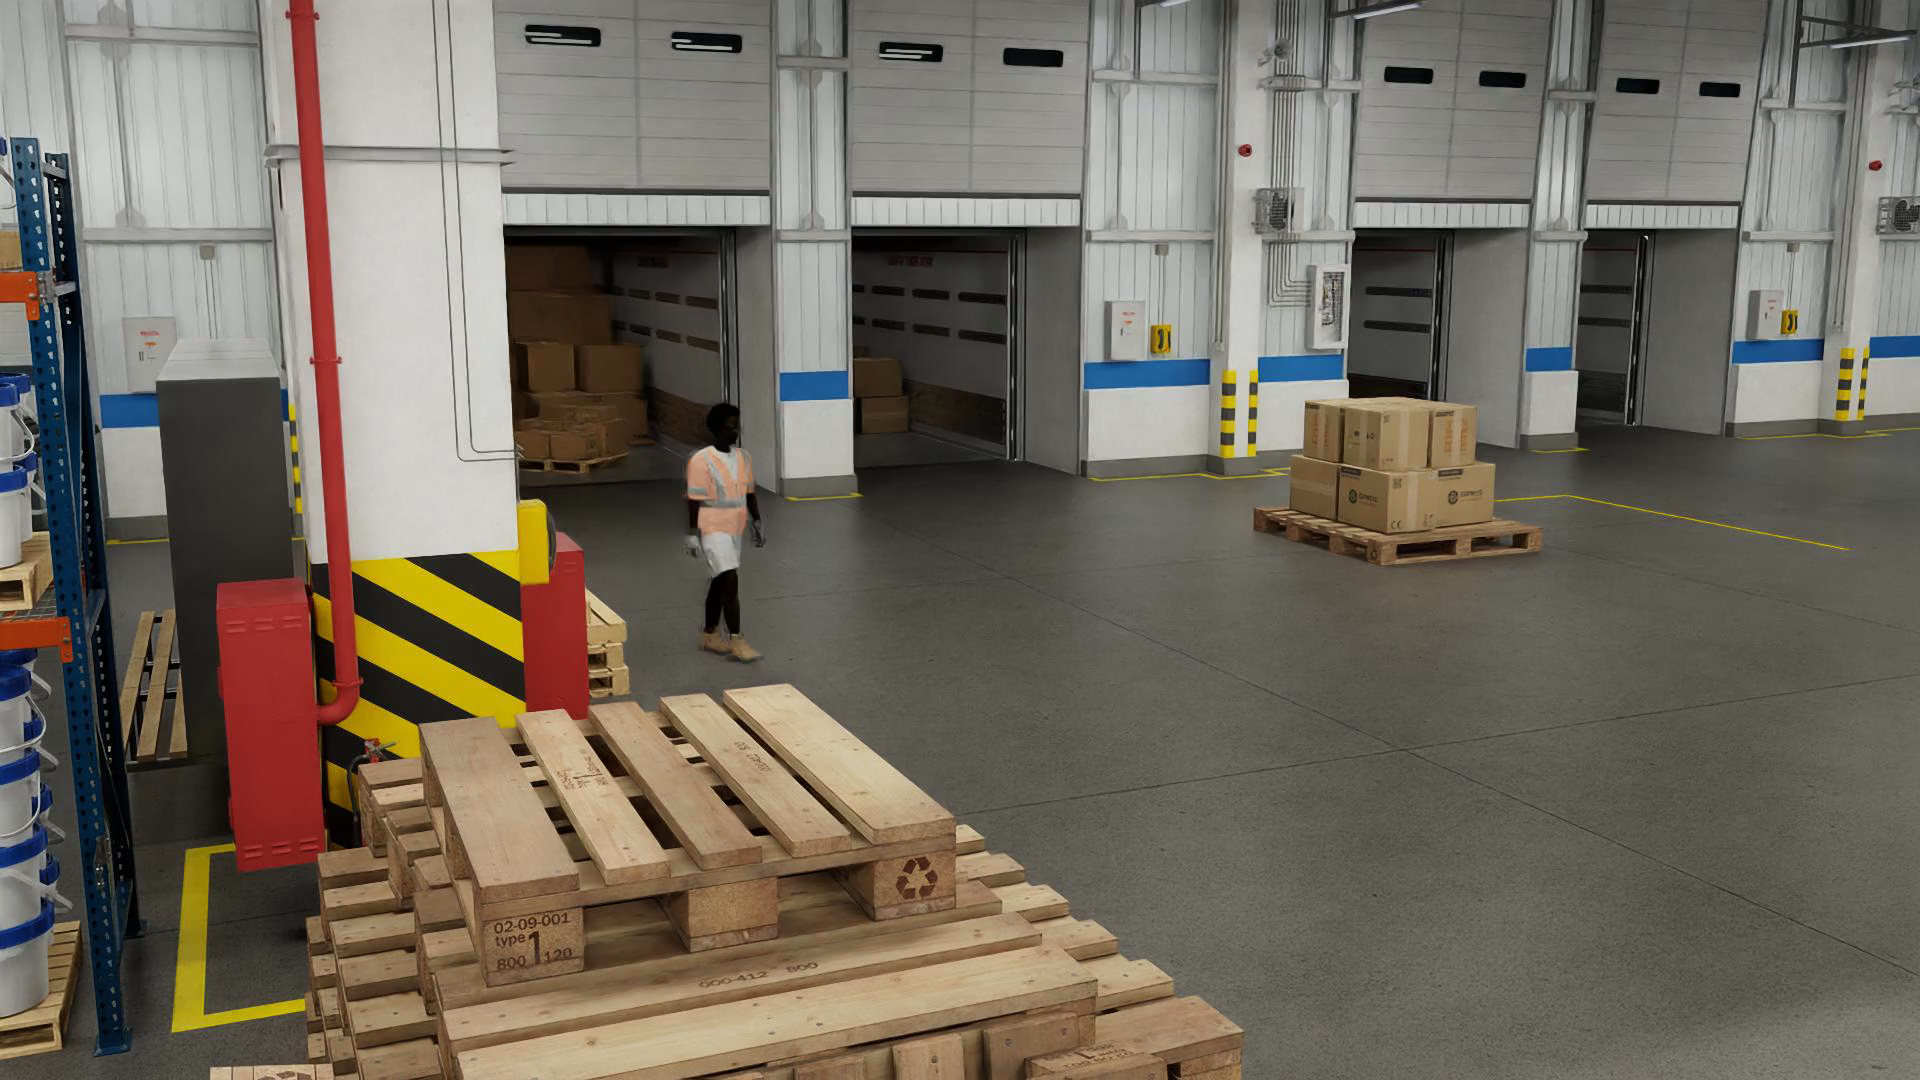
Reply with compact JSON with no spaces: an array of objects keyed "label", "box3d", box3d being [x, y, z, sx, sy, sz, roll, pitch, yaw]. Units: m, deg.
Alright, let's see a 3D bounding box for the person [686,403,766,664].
[{"label":"person","box3d":[-1.441,-0.043,10.724,0.709,1.667,0.558,6,12,31]}]
